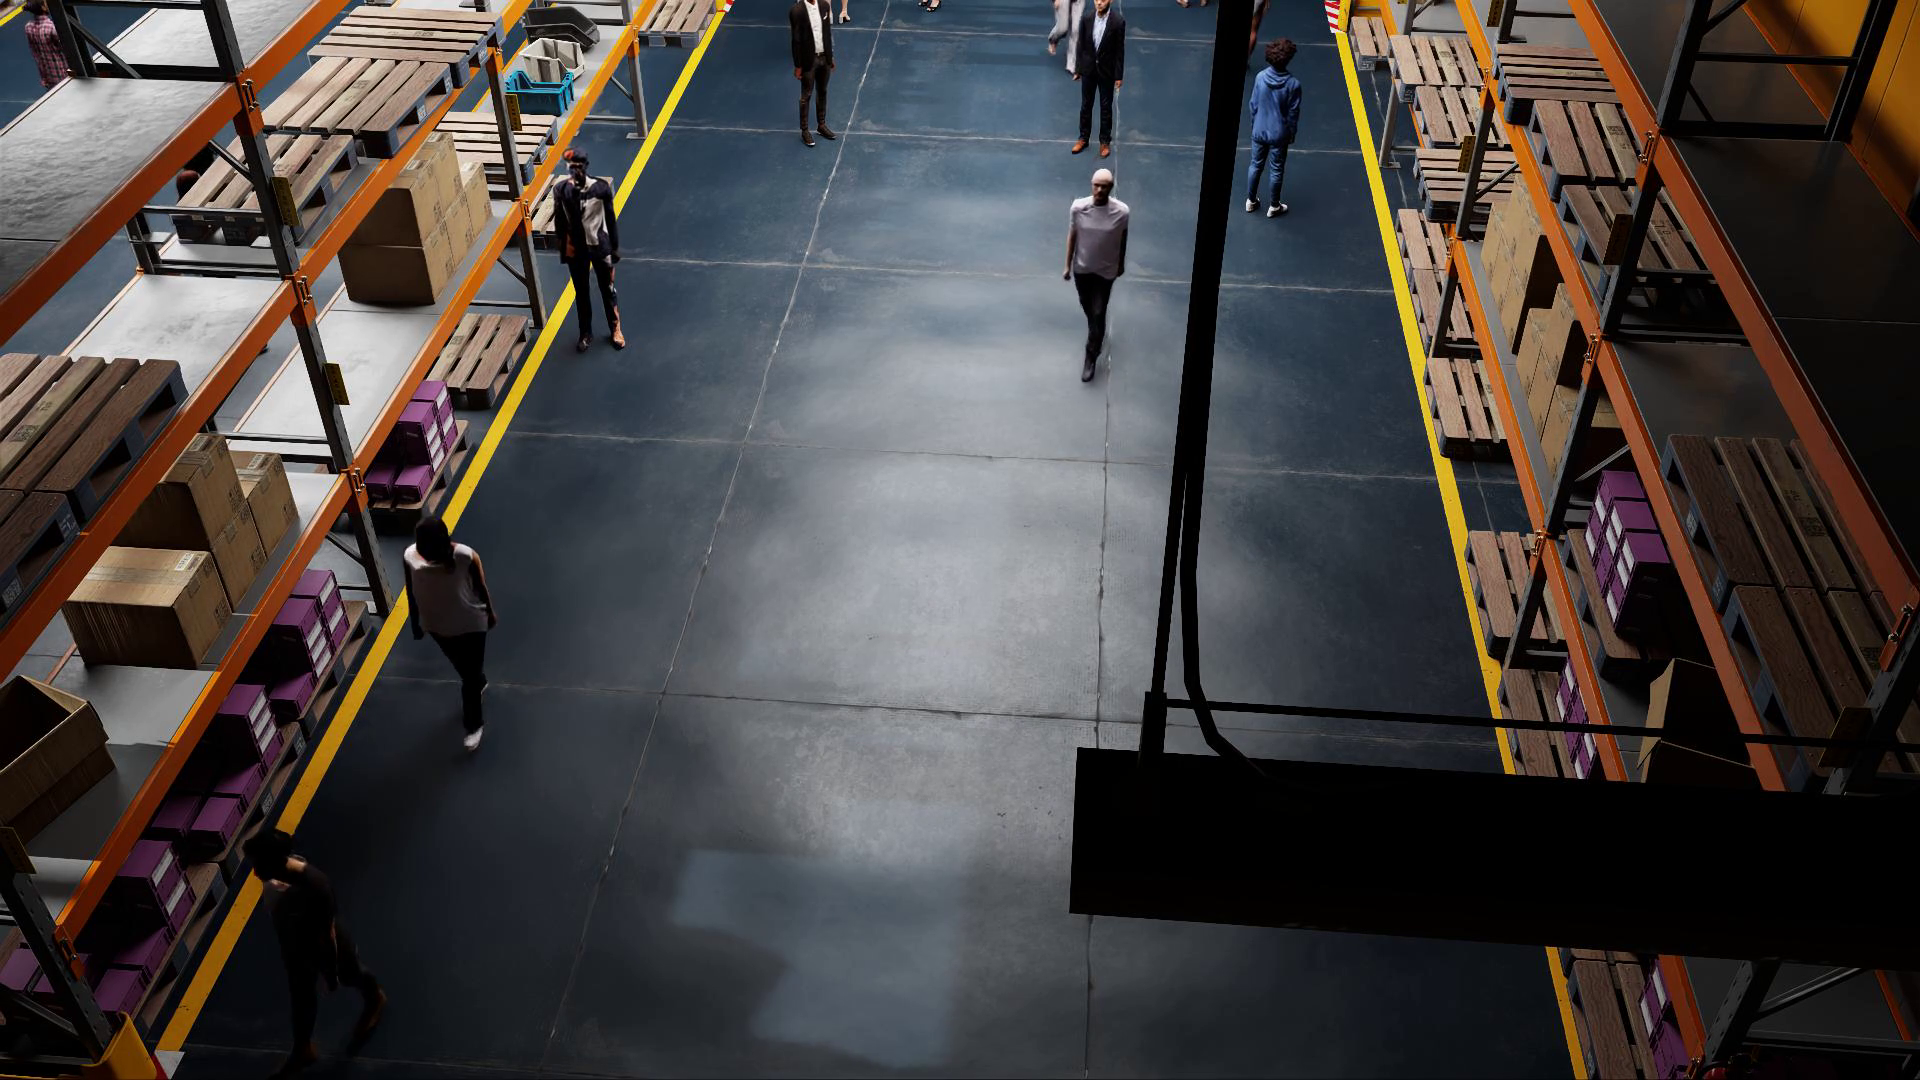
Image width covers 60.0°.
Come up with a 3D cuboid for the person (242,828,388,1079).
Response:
[{"bbox_3d":[-3.375,2.080,8.872,0.857,1.683,1.061,16,41,19],"label":"person"}]

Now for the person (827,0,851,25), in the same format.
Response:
[{"bbox_3d":[-1.558,-7.267,20.503,0.631,1.774,0.609,3,39,4],"label":"person"}]

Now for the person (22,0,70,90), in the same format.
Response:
[{"bbox_3d":[-9.458,-4.839,17.483,0.911,1.748,1.151,15,41,18],"label":"person"}]

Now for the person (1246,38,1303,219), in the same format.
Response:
[{"bbox_3d":[3.099,-4.087,16.491,0.760,1.811,0.749,22,44,25],"label":"person"}]

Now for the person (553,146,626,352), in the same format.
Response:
[{"bbox_3d":[-3.232,-2.548,14.499,0.730,1.893,0.664,-4,39,-5],"label":"person"}]

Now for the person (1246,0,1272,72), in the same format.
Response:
[{"bbox_3d":[3.363,-6.184,19.273,0.644,1.616,0.680,13,40,16],"label":"person"}]

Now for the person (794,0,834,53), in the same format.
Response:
[{"bbox_3d":[-1.811,-6.653,19.700,0.741,1.816,0.713,19,42,22],"label":"person"}]

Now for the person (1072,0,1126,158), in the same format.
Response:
[{"bbox_3d":[1.473,-4.979,17.617,0.739,1.800,0.673,13,40,15],"label":"person"}]

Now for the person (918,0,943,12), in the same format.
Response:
[{"bbox_3d":[-0.384,-7.538,20.842,0.855,1.774,0.774,-17,42,-20],"label":"person"}]

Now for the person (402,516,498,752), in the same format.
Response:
[{"bbox_3d":[-3.281,0.481,10.890,0.700,1.663,0.948,5,39,7],"label":"person"}]

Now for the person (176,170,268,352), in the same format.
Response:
[{"bbox_3d":[-6.466,-2.395,14.427,0.670,1.743,0.700,26,45,28],"label":"person"}]

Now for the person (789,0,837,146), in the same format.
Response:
[{"bbox_3d":[-1.577,-5.151,17.833,0.730,1.800,0.786,-27,46,-30],"label":"person"}]

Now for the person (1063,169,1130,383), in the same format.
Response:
[{"bbox_3d":[1.182,-2.394,14.378,0.826,1.803,1.272,10,40,12],"label":"person"}]

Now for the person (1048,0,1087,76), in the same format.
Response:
[{"bbox_3d":[1.245,-6.363,19.382,0.811,1.760,0.960,-13,40,-16],"label":"person"}]

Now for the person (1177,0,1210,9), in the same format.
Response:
[{"bbox_3d":[3.011,-7.674,20.916,0.694,1.894,0.642,-4,39,-5],"label":"person"}]
